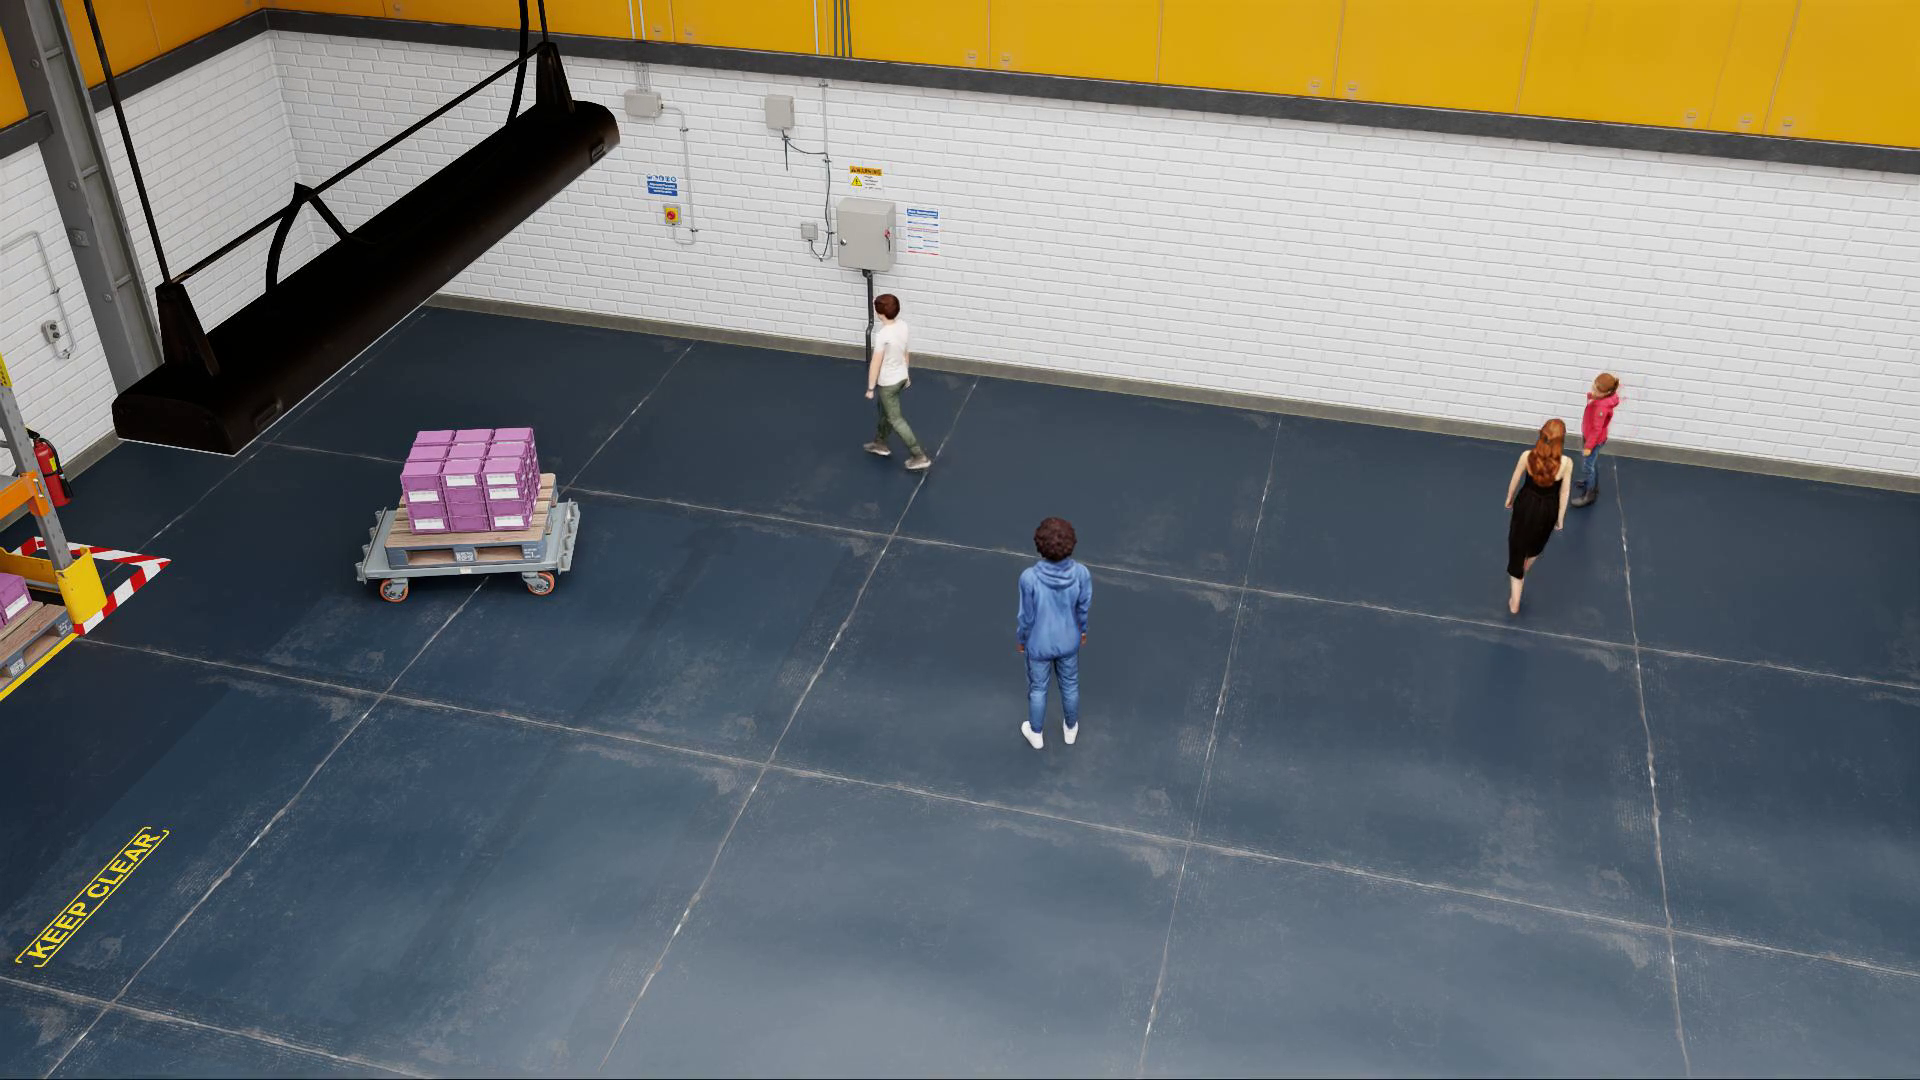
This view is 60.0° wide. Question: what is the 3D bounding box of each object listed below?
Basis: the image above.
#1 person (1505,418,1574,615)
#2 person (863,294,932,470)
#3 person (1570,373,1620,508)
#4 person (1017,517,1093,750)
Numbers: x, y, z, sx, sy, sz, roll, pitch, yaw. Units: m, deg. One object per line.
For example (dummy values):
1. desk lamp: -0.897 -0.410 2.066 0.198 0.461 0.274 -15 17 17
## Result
1. person: 4.395 -0.151 12.756 0.611 1.579 1.055 10 35 15
2. person: -0.539 -1.343 14.499 0.840 1.634 1.022 20 38 27
3. person: 5.411 -0.867 14.098 0.690 1.286 0.466 15 36 21
4. person: 0.631 0.645 11.352 0.754 1.808 0.719 -6 34 -8
